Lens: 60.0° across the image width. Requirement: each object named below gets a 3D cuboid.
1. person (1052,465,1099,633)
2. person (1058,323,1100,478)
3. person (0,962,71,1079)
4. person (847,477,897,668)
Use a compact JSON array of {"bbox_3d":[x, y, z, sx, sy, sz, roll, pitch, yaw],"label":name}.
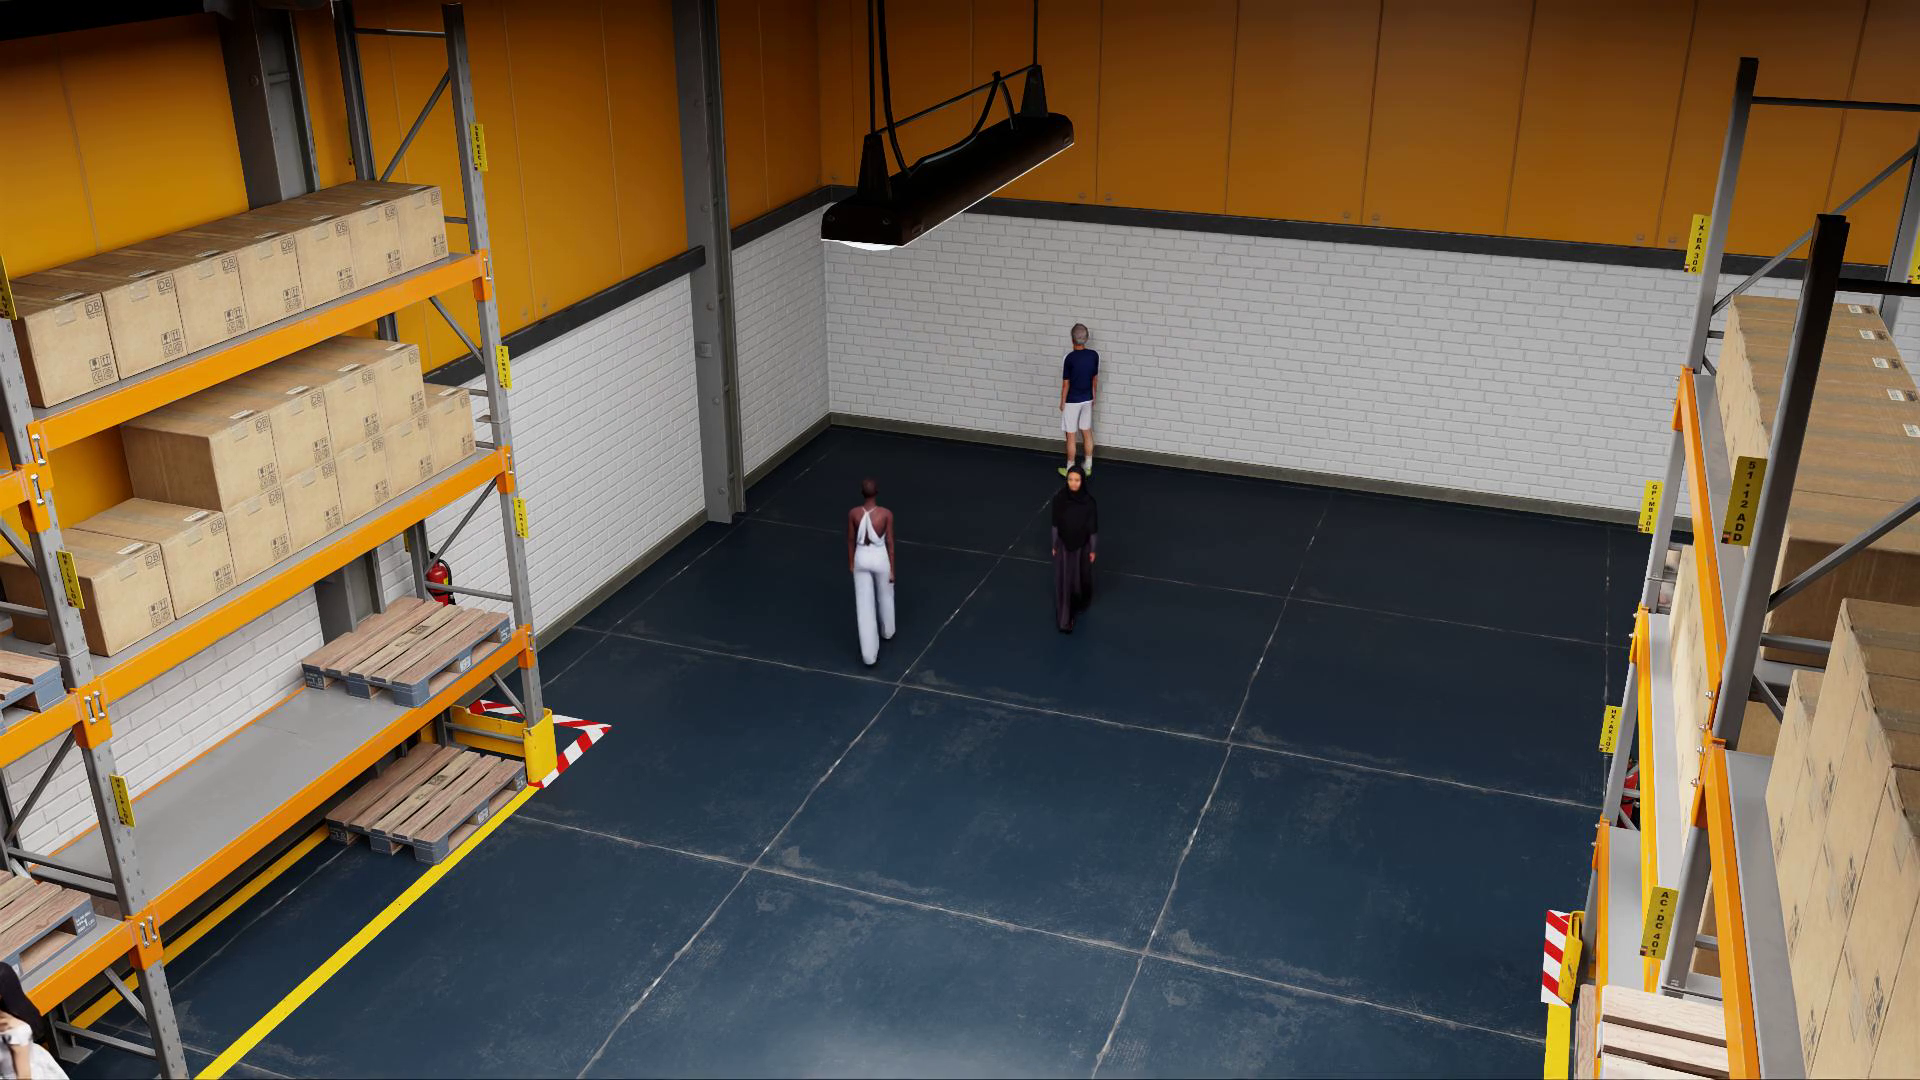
[{"bbox_3d":[1.094,0.038,15.836,0.727,1.600,1.044,4,24,9],"label":"person"},{"bbox_3d":[1.372,-1.624,19.341,0.702,1.837,0.778,-13,27,-26],"label":"person"},{"bbox_3d":[-4.945,2.987,8.879,0.817,1.769,0.783,-16,28,-32],"label":"person"},{"bbox_3d":[-0.807,0.315,15.006,0.771,1.756,1.016,2,24,4],"label":"person"}]
